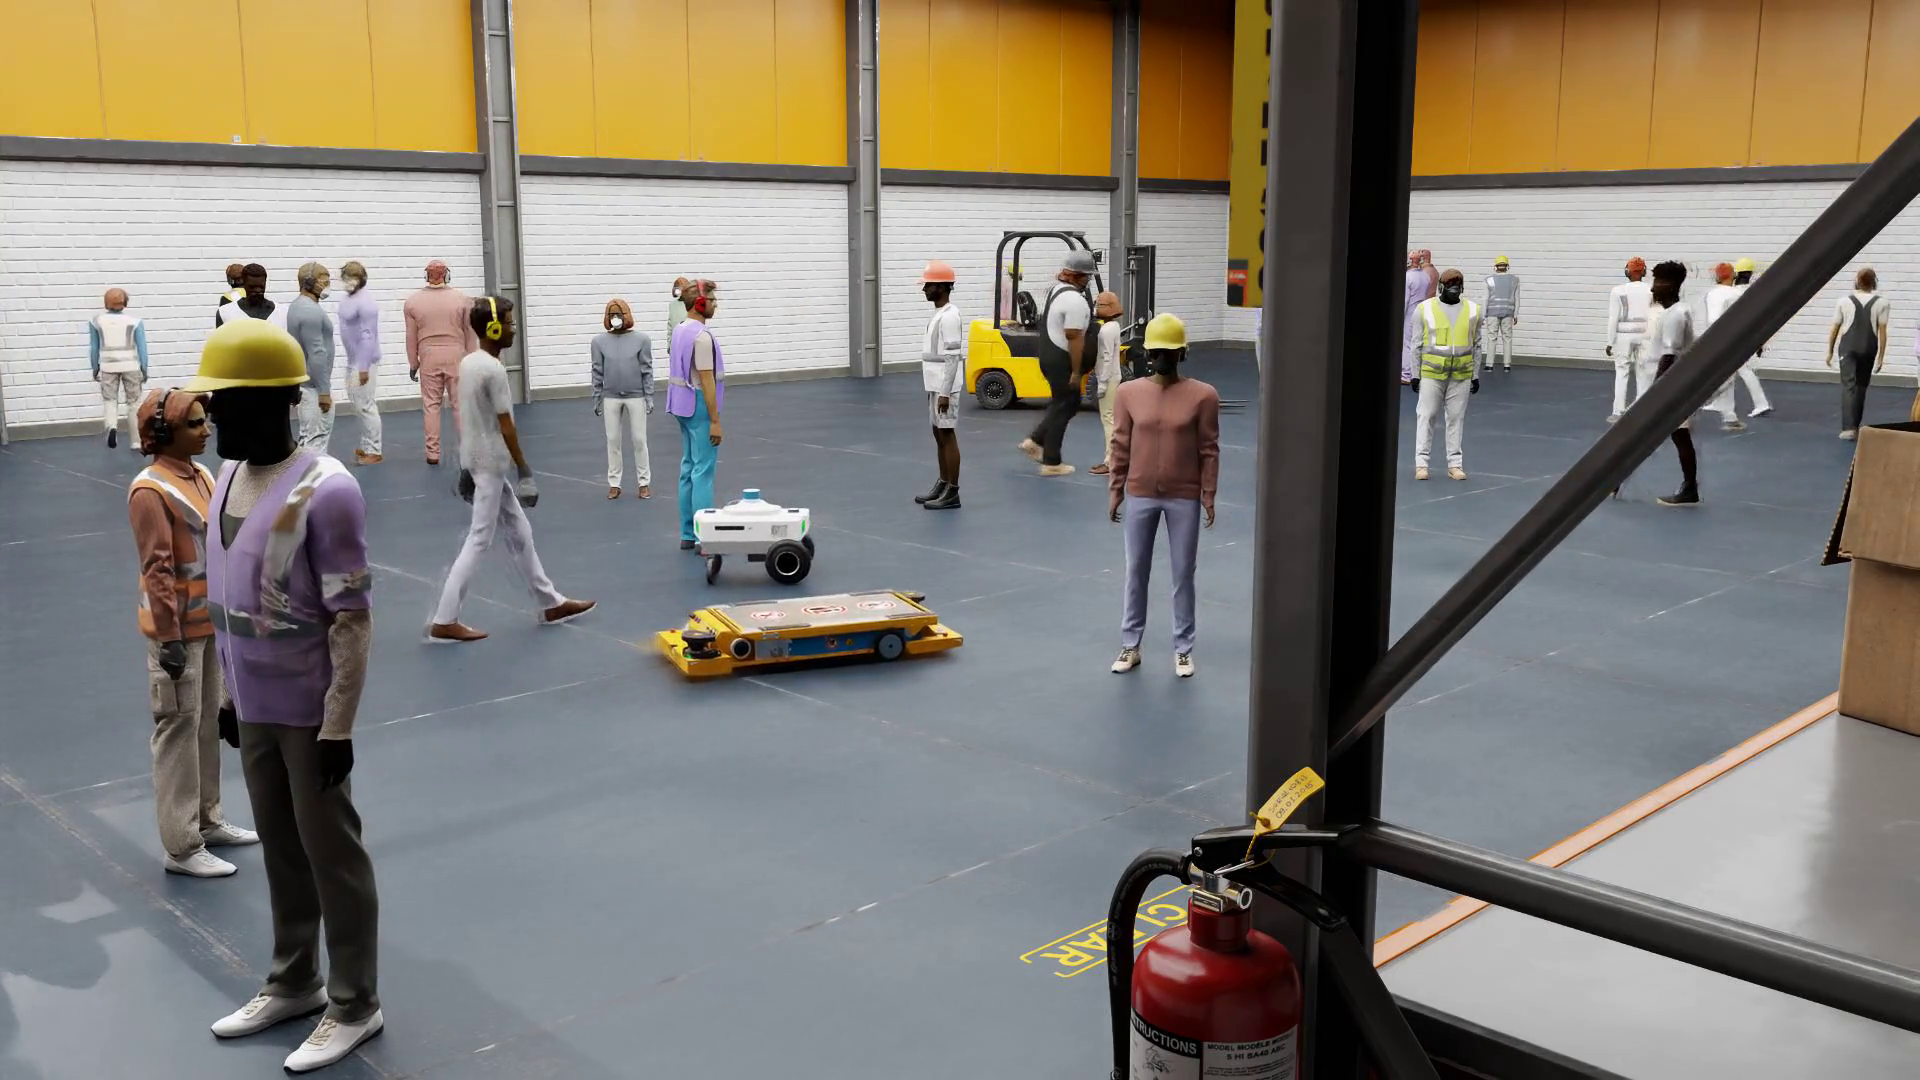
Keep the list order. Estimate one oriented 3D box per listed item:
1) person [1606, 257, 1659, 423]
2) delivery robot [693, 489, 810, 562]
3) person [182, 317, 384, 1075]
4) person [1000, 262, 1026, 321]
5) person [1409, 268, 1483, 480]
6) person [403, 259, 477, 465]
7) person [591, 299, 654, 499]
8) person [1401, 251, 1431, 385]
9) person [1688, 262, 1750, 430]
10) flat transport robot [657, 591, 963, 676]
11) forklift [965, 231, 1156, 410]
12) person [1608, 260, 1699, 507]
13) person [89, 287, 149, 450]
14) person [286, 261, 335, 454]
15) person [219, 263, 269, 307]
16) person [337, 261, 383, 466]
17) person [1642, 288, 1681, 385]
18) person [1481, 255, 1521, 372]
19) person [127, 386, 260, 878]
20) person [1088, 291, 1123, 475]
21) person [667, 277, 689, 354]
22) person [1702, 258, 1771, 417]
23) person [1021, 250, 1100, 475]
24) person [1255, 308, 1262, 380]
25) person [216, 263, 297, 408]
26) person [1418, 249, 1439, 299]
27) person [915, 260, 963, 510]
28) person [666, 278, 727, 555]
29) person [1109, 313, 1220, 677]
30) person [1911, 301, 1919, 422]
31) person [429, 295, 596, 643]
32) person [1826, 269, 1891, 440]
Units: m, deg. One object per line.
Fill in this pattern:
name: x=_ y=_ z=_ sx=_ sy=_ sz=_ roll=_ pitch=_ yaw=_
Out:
person: x=7.631 y=-2.258 z=18.882 sx=0.574 sy=1.886 sz=0.356 roll=0 pitch=10 yaw=2
delivery robot: x=-1.294 y=-0.075 z=10.350 sx=0.707 sy=0.478 sz=0.477 roll=0 pitch=10 yaw=-2
person: x=-1.737 y=0.399 z=4.276 sx=0.585 sy=1.929 sz=0.371 roll=8 pitch=13 yaw=37
person: x=0.707 y=-3.400 z=25.564 sx=0.622 sy=1.727 sz=0.568 roll=0 pitch=10 yaw=-1
person: x=4.246 y=-1.442 z=14.543 sx=0.627 sy=1.846 sz=0.429 roll=0 pitch=10 yaw=1
person: x=-4.827 y=-1.655 z=15.535 sx=0.640 sy=1.910 sz=0.407 roll=-2 pitch=11 yaw=-10
person: x=-2.733 y=-1.139 z=13.493 sx=0.502 sy=1.626 sz=0.282 roll=-1 pitch=10 yaw=-3
person: x=6.412 y=-3.162 z=23.742 sx=0.643 sy=1.913 sz=0.410 roll=-10 pitch=14 yaw=-43
person: x=8.278 y=-2.110 z=18.182 sx=0.796 sy=1.845 sz=0.611 roll=-3 pitch=11 yaw=-14
flat transport robot: x=-0.766 y=0.456 z=8.486 sx=1.431 sy=0.197 sz=0.652 roll=-4 pitch=11 yaw=-23
forklift: x=1.222 y=-2.721 z=20.561 sx=2.313 sy=2.155 sz=1.214 roll=2 pitch=11 yaw=13
person: x=5.437 y=-1.225 z=13.123 sx=0.941 sy=1.923 sz=0.631 roll=3 pitch=11 yaw=18
person: x=-8.295 y=-1.677 z=16.420 sx=0.538 sy=1.625 sz=0.486 roll=-3 pitch=11 yaw=-16
person: x=-4.924 y=-1.150 z=12.711 sx=0.370 sy=1.934 sz=0.627 roll=-6 pitch=12 yaw=-31
person: x=-7.481 y=-1.962 z=17.399 sx=0.430 sy=1.840 sz=0.623 roll=3 pitch=11 yaw=18
person: x=-5.602 y=-1.642 z=15.515 sx=0.346 sy=1.908 sz=0.801 roll=-8 pitch=13 yaw=-36
person: x=7.448 y=-1.923 z=17.747 sx=0.394 sy=1.622 sz=0.531 roll=-1 pitch=10 yaw=-4
person: x=8.416 y=-3.521 z=25.941 sx=0.588 sy=1.823 sz=0.403 roll=1 pitch=10 yaw=5
person: x=-2.590 y=0.303 z=5.588 sx=0.306 sy=1.640 sz=0.522 roll=-1 pitch=10 yaw=-7
person: x=1.310 y=-1.401 z=14.893 sx=0.280 sy=1.633 sz=0.507 roll=2 pitch=11 yaw=11
person: x=-3.316 y=-2.331 z=19.957 sx=0.499 sy=1.636 sz=0.279 roll=6 pitch=12 yaw=32
person: x=9.316 y=-2.410 z=19.763 sx=0.584 sy=1.877 sz=1.018 roll=-5 pitch=12 yaw=-27
person: x=0.937 y=-1.587 z=14.795 sx=0.618 sy=2.000 sz=0.711 roll=-2 pitch=11 yaw=-9
person: x=2.944 y=-1.591 z=15.109 sx=0.378 sy=1.932 sz=0.551 roll=-8 pitch=13 yaw=-38
person: x=-5.555 y=-1.229 z=13.190 sx=0.591 sy=1.915 sz=0.393 roll=-8 pitch=13 yaw=-37
person: x=7.462 y=-3.722 z=26.828 sx=0.406 sy=1.902 sz=0.636 roll=6 pitch=12 yaw=31
person: x=-0.158 y=-1.207 z=13.009 sx=0.354 sy=1.939 sz=0.545 roll=-2 pitch=11 yaw=-13
person: x=-1.755 y=-0.820 z=11.142 sx=0.389 sy=1.848 sz=0.567 roll=-6 pitch=12 yaw=-28
person: x=0.977 y=-0.208 z=8.035 sx=0.533 sy=1.765 sz=0.330 roll=3 pitch=11 yaw=14
person: x=9.352 y=-1.798 z=15.934 sx=0.365 sy=2.048 sz=0.608 roll=5 pitch=11 yaw=23
person: x=-2.427 y=-0.381 z=8.840 sx=0.957 sy=1.817 sz=0.533 roll=-6 pitch=12 yaw=-28
person: x=9.442 y=-1.952 z=17.522 sx=0.550 sy=1.782 sz=1.002 roll=6 pitch=12 yaw=28
